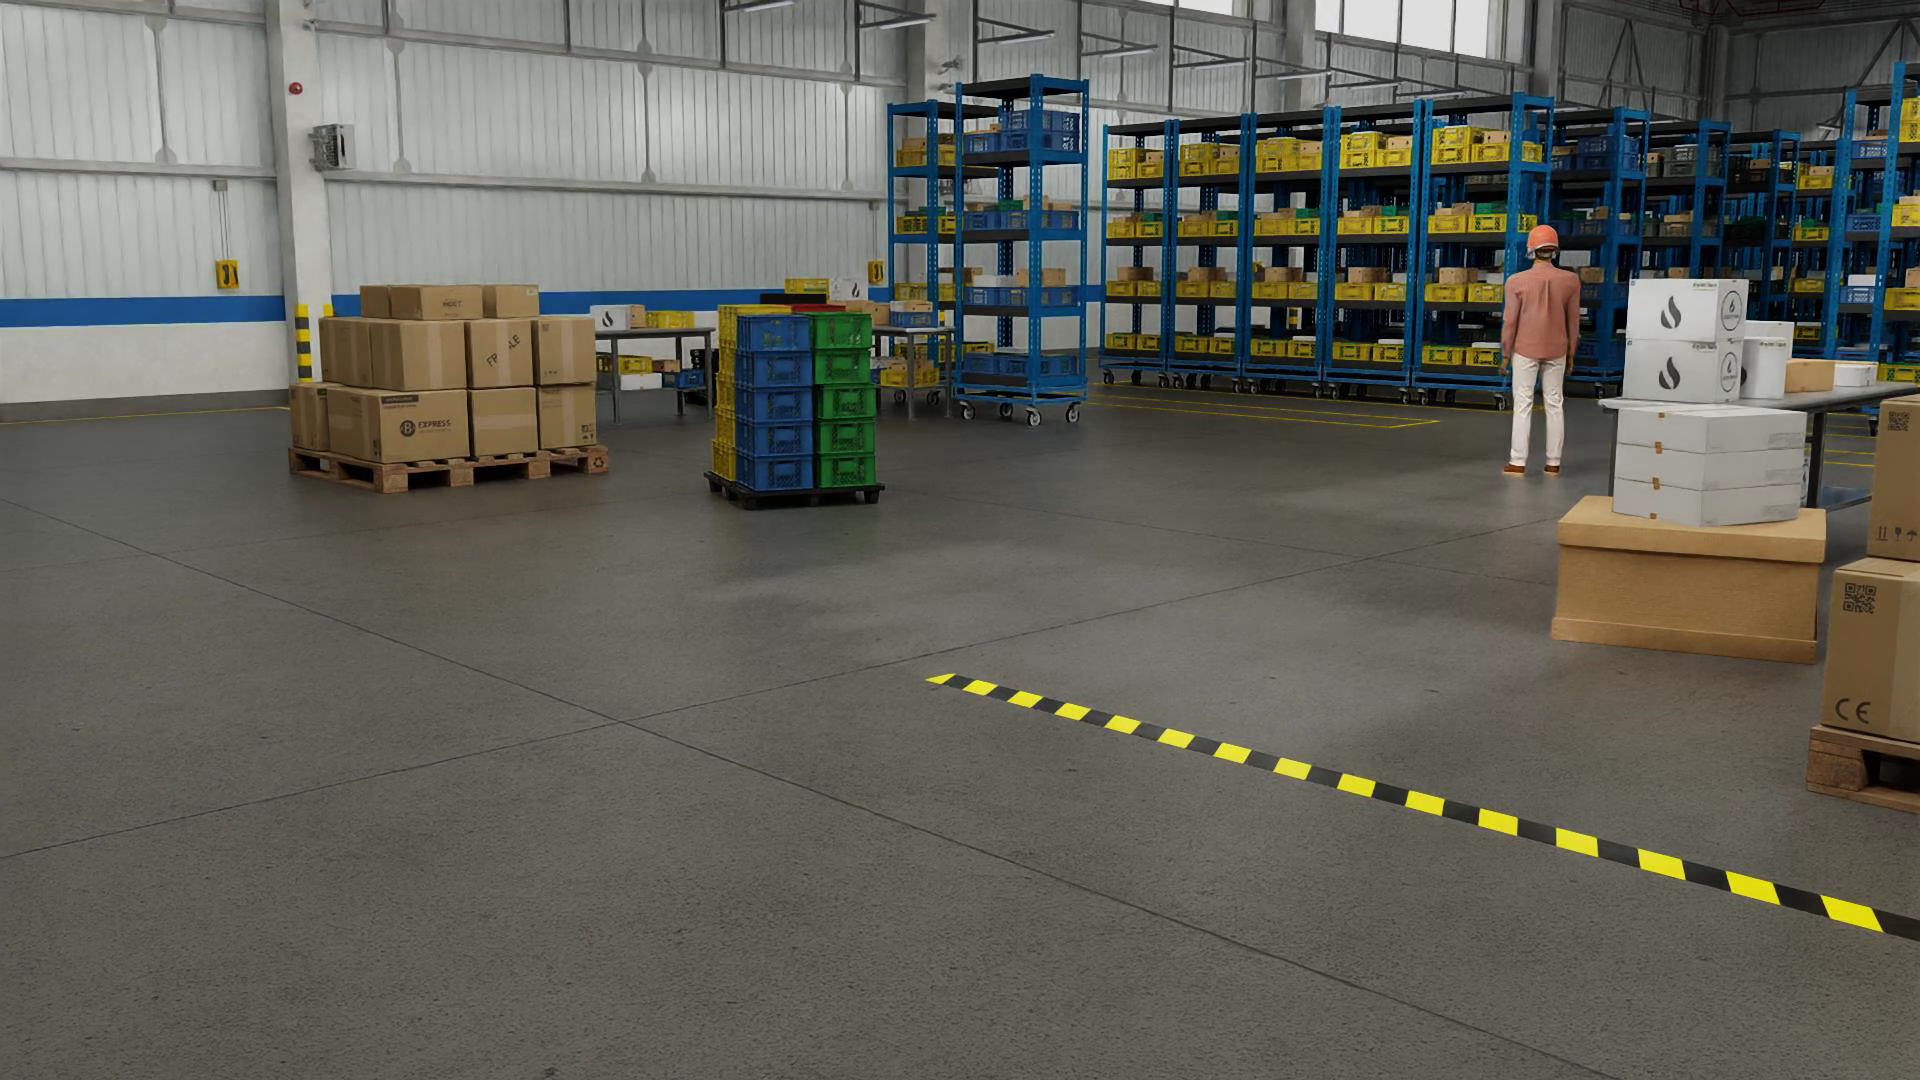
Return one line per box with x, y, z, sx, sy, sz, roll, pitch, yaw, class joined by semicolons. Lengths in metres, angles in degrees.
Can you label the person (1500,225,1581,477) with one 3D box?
4.593;-1.487;13.201;0.611;1.997;0.375;0;9;1;person
